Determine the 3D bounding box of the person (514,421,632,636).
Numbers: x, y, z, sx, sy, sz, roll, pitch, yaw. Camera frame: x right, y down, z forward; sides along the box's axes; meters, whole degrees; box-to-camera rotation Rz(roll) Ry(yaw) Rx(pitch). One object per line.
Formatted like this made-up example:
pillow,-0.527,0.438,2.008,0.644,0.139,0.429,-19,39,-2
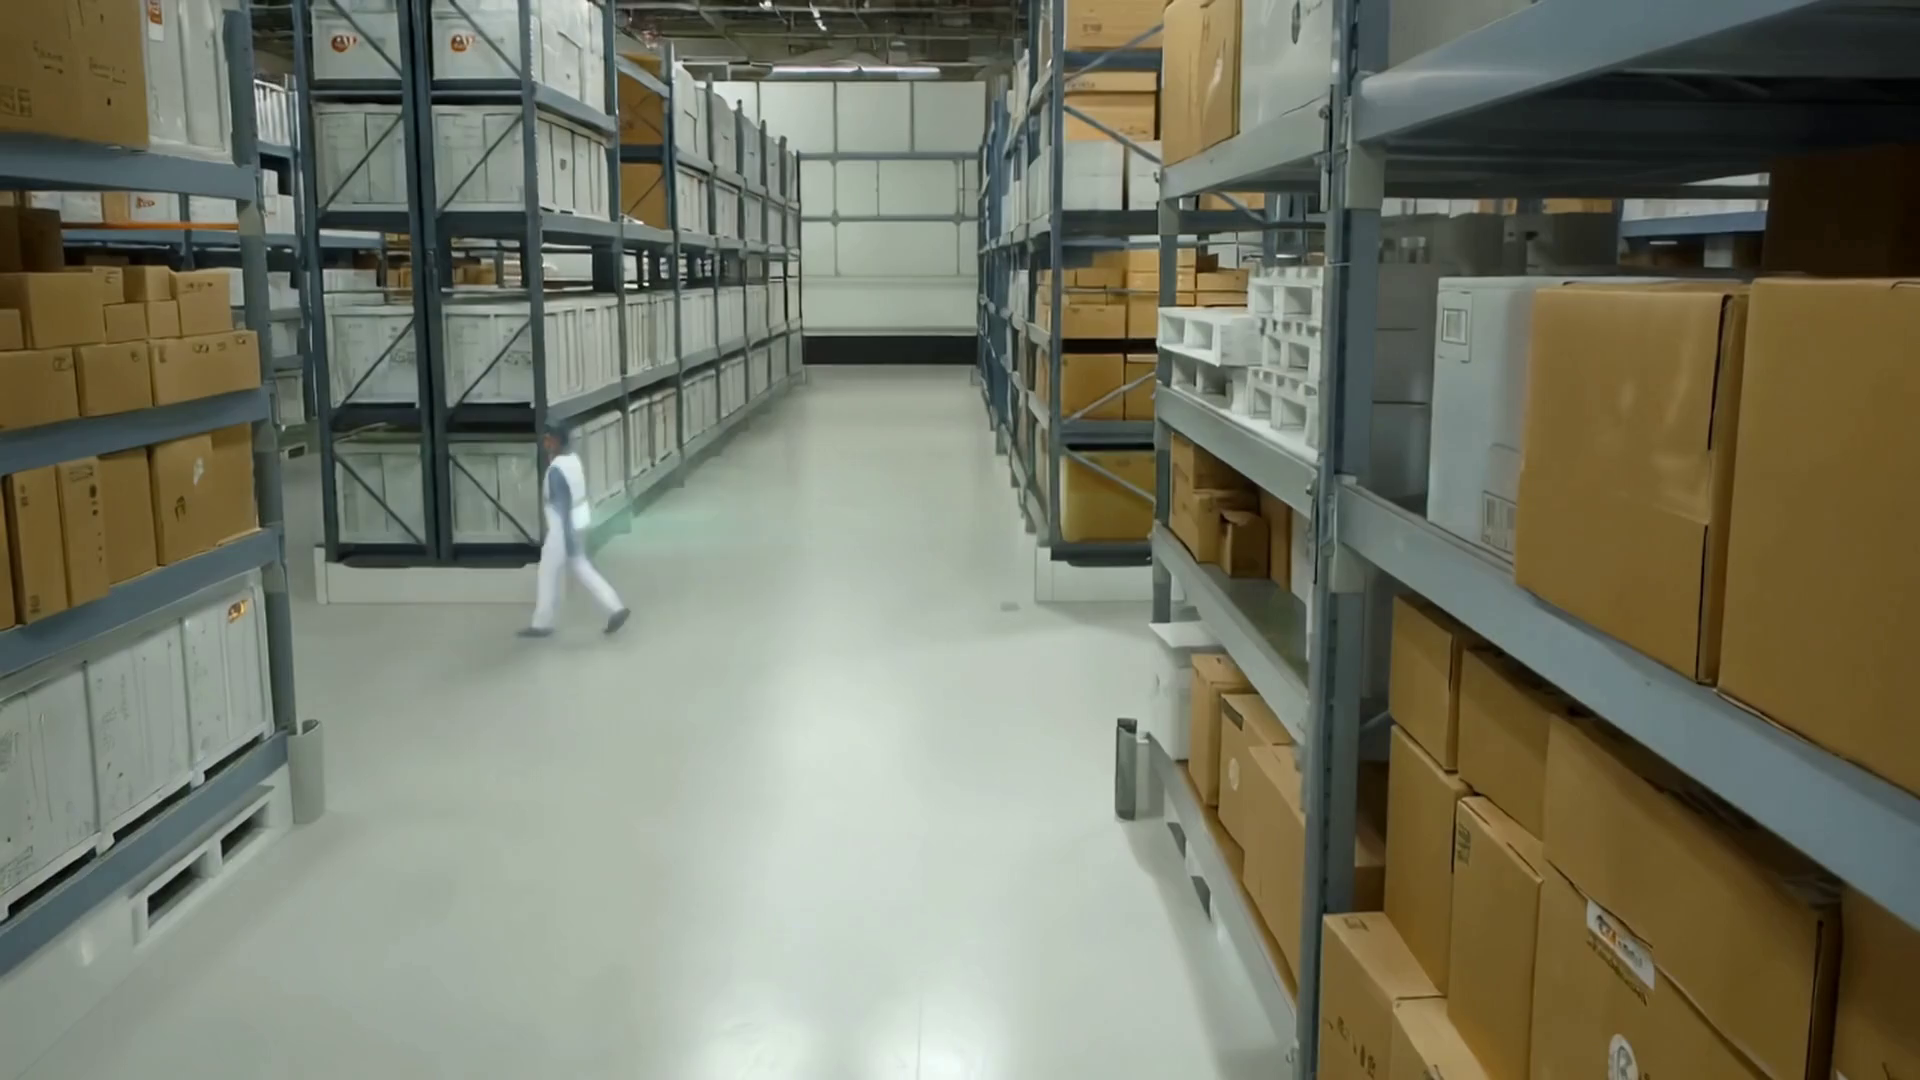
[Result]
person,-3.201,-0.090,13.708,0.918,1.810,0.570,0,9,2
